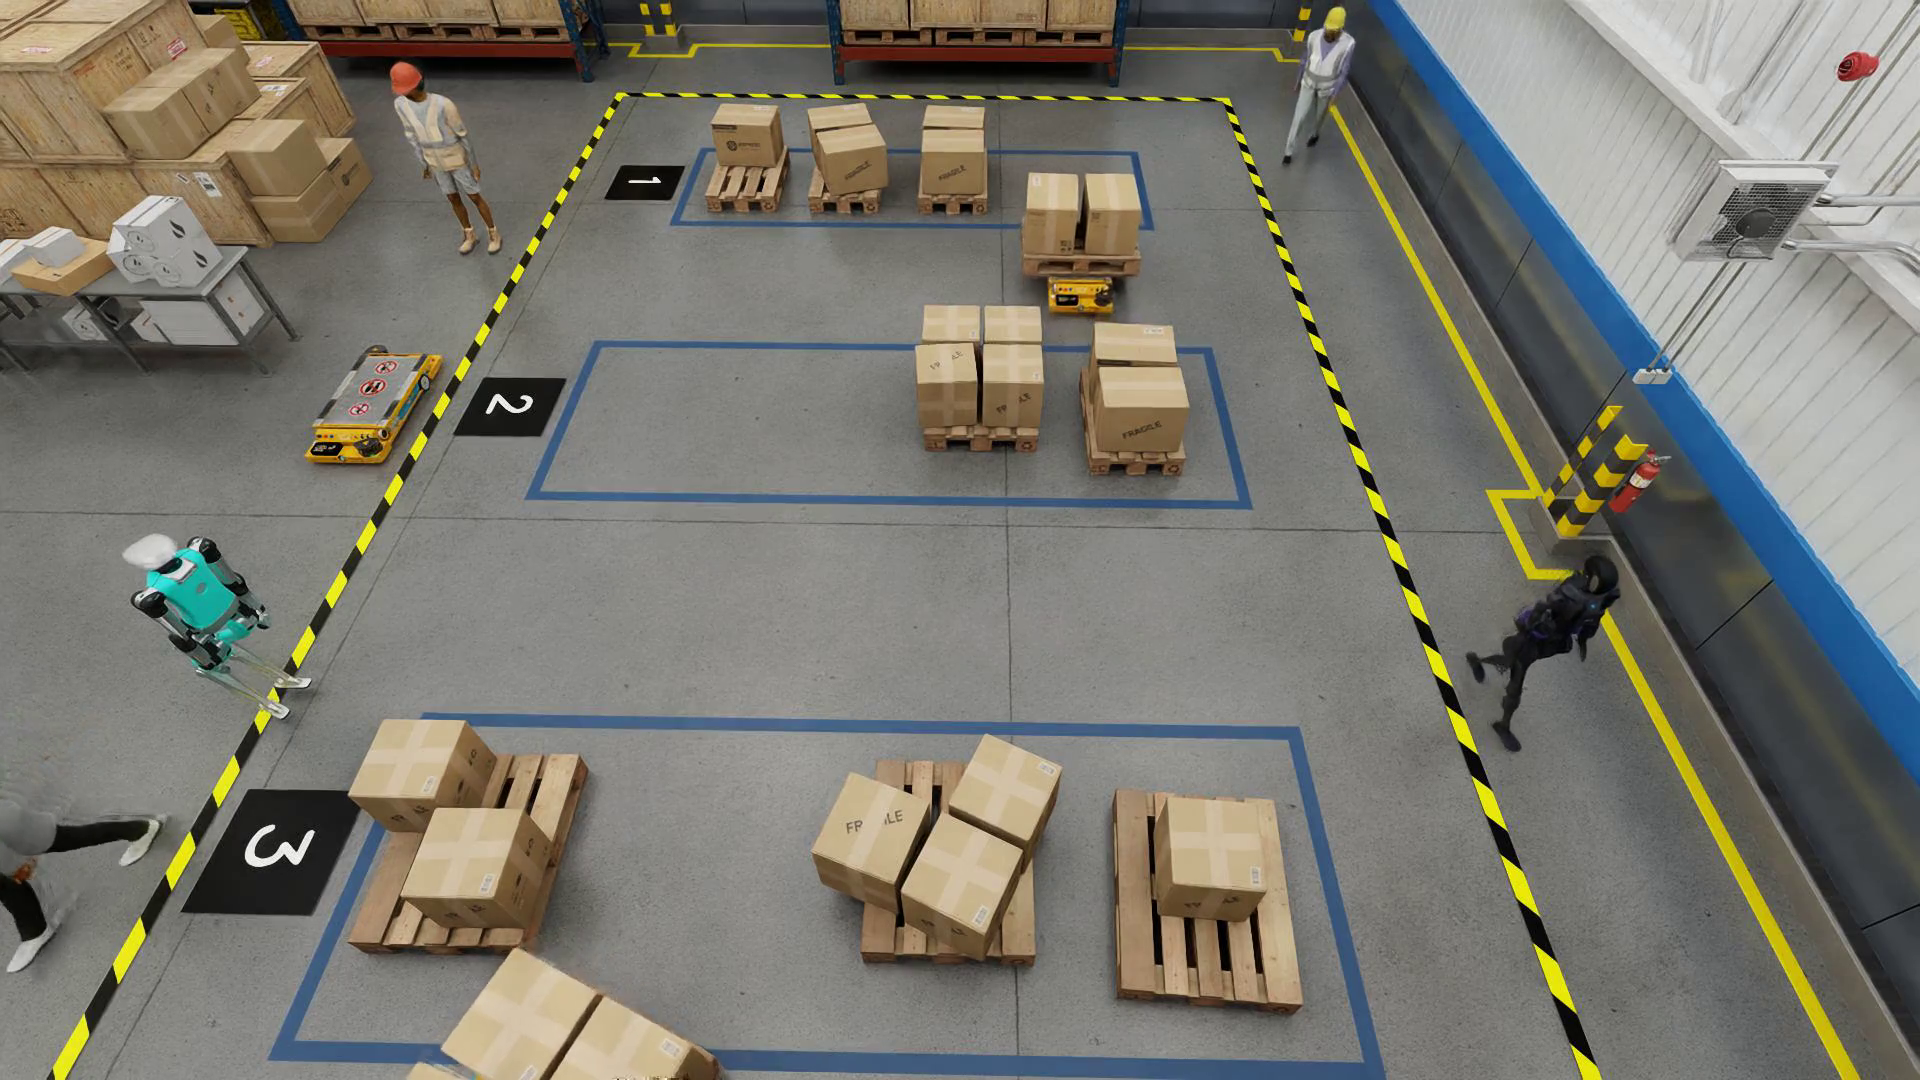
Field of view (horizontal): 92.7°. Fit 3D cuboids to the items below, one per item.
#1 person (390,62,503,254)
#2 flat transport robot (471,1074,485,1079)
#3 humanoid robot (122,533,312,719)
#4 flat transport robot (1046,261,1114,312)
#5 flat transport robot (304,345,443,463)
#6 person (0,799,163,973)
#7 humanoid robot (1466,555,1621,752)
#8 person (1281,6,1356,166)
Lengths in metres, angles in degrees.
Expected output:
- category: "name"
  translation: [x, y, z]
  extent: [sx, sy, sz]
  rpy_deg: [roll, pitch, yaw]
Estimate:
- category: "person"
  translation: [-5.337, -3.916, 9.528]
  extent: [0.610, 2.029, 0.401]
  rpy_deg: [1, 50, 1]
- category: "flat transport robot"
  translation: [-1.978, 3.105, 4.721]
  extent: [1.431, 0.197, 0.652]
  rpy_deg: [19, 52, 15]
- category: "humanoid robot"
  translation: [-4.843, 0.541, 5.859]
  extent: [0.735, 1.677, 0.533]
  rpy_deg: [10, 50, 8]
- category: "flat transport robot"
  translation: [1.258, -2.952, 9.847]
  extent: [0.652, 0.197, 1.431]
  rpy_deg: [1, 50, 1]
- category: "flat transport robot"
  translation: [-5.383, -1.269, 8.441]
  extent: [0.659, 0.231, 1.431]
  rpy_deg: [1, 50, 1]
- category: "person"
  translation: [-5.328, 1.615, 4.997]
  extent: [0.624, 1.790, 0.989]
  rpy_deg: [10, 50, 8]
- category: "humanoid robot"
  translation: [3.808, 0.644, 5.938]
  extent: [0.609, 1.631, 0.793]
  rpy_deg: [-7, 50, -6]
- category: "person"
  translation: [4.339, -5.521, 11.044]
  extent: [0.589, 1.791, 0.890]
  rpy_deg: [22, 53, 18]
